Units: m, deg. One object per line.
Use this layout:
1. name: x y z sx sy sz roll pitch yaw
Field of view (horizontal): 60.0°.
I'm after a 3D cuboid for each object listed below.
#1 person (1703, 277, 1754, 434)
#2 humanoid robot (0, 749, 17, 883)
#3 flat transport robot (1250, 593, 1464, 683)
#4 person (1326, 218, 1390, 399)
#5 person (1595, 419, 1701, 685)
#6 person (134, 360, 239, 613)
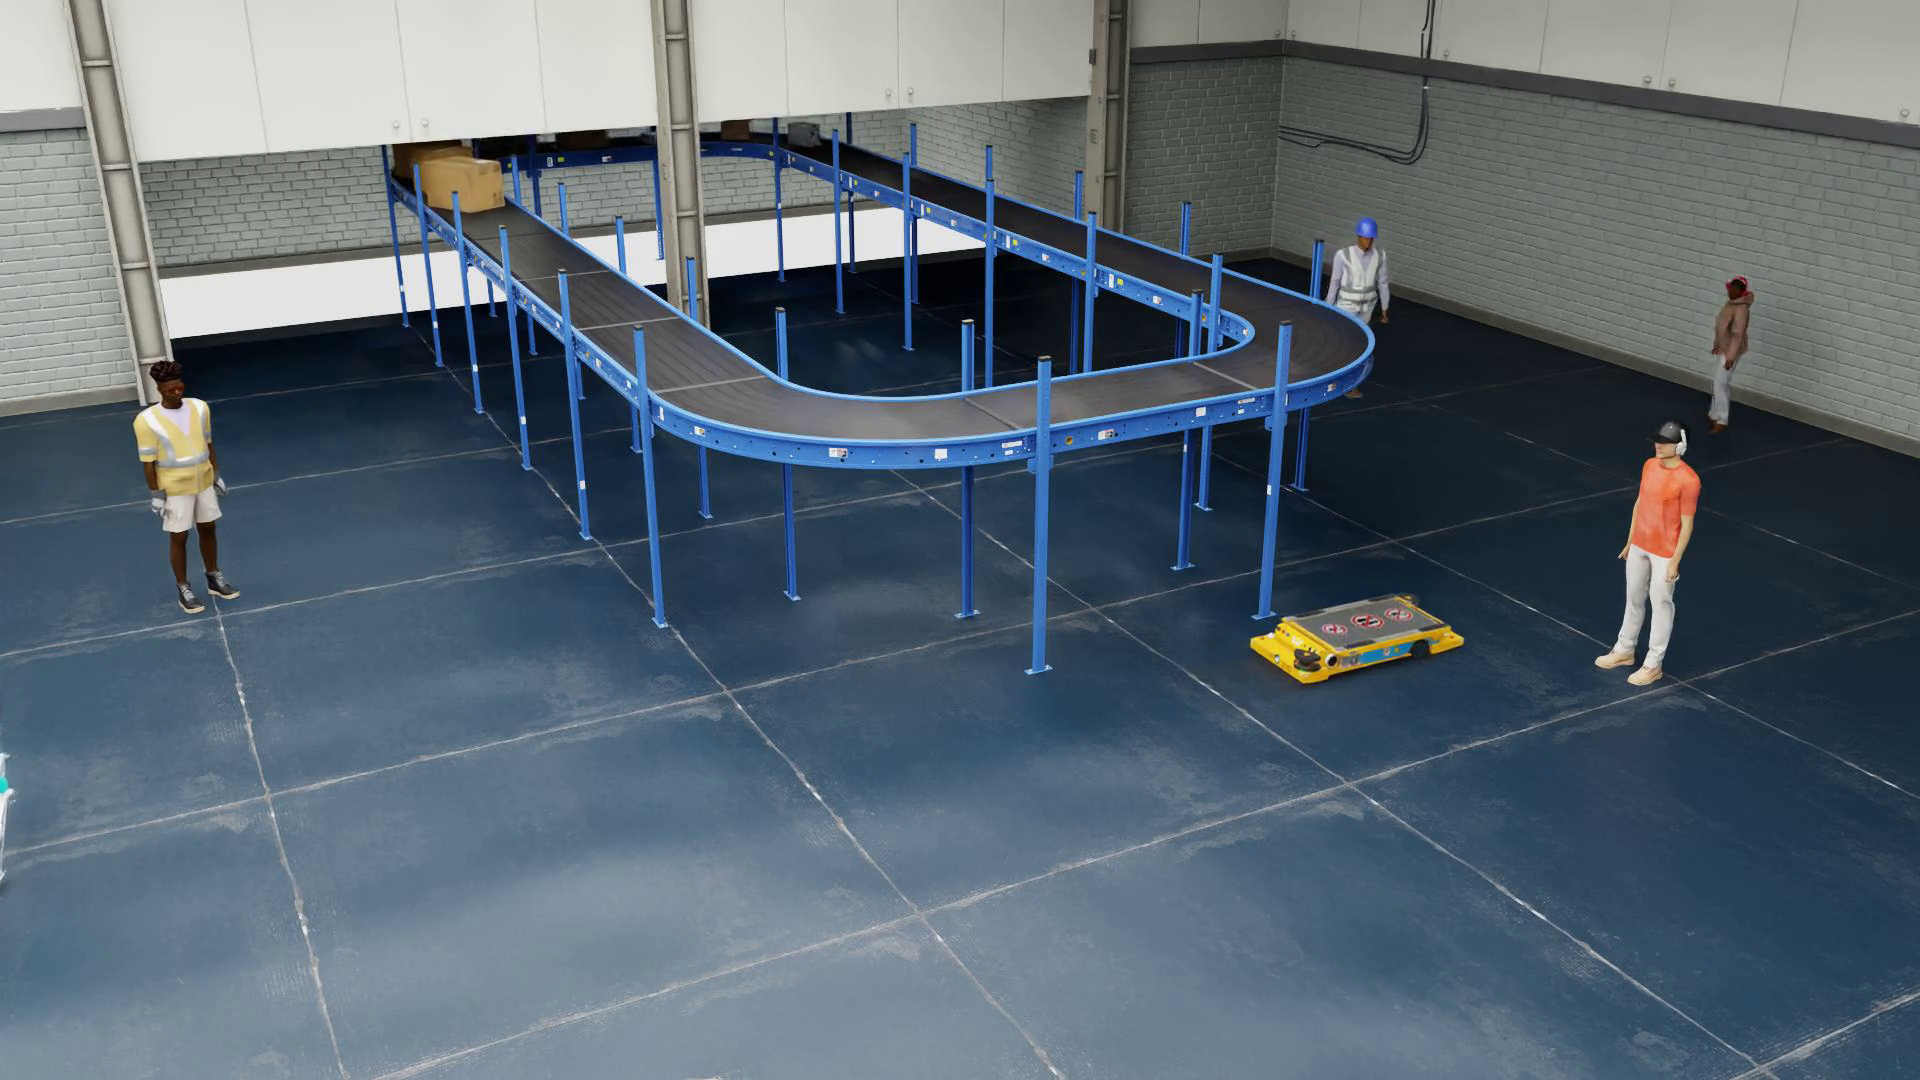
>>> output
1. person: 7.740 -1.902 16.775 0.304 1.614 0.706 5 23 13
2. humanoid robot: -5.440 1.210 9.033 0.536 1.872 0.741 -2 22 -4
3. flat transport robot: 2.900 0.708 12.124 1.431 0.231 0.659 -10 24 -24
4. person: 4.301 -2.459 17.752 0.643 1.914 0.866 -5 23 -13
5. person: 4.785 0.079 11.494 0.397 1.912 0.475 -10 24 -22
6. person: -5.887 -0.425 12.665 0.361 1.963 0.613 13 25 29
